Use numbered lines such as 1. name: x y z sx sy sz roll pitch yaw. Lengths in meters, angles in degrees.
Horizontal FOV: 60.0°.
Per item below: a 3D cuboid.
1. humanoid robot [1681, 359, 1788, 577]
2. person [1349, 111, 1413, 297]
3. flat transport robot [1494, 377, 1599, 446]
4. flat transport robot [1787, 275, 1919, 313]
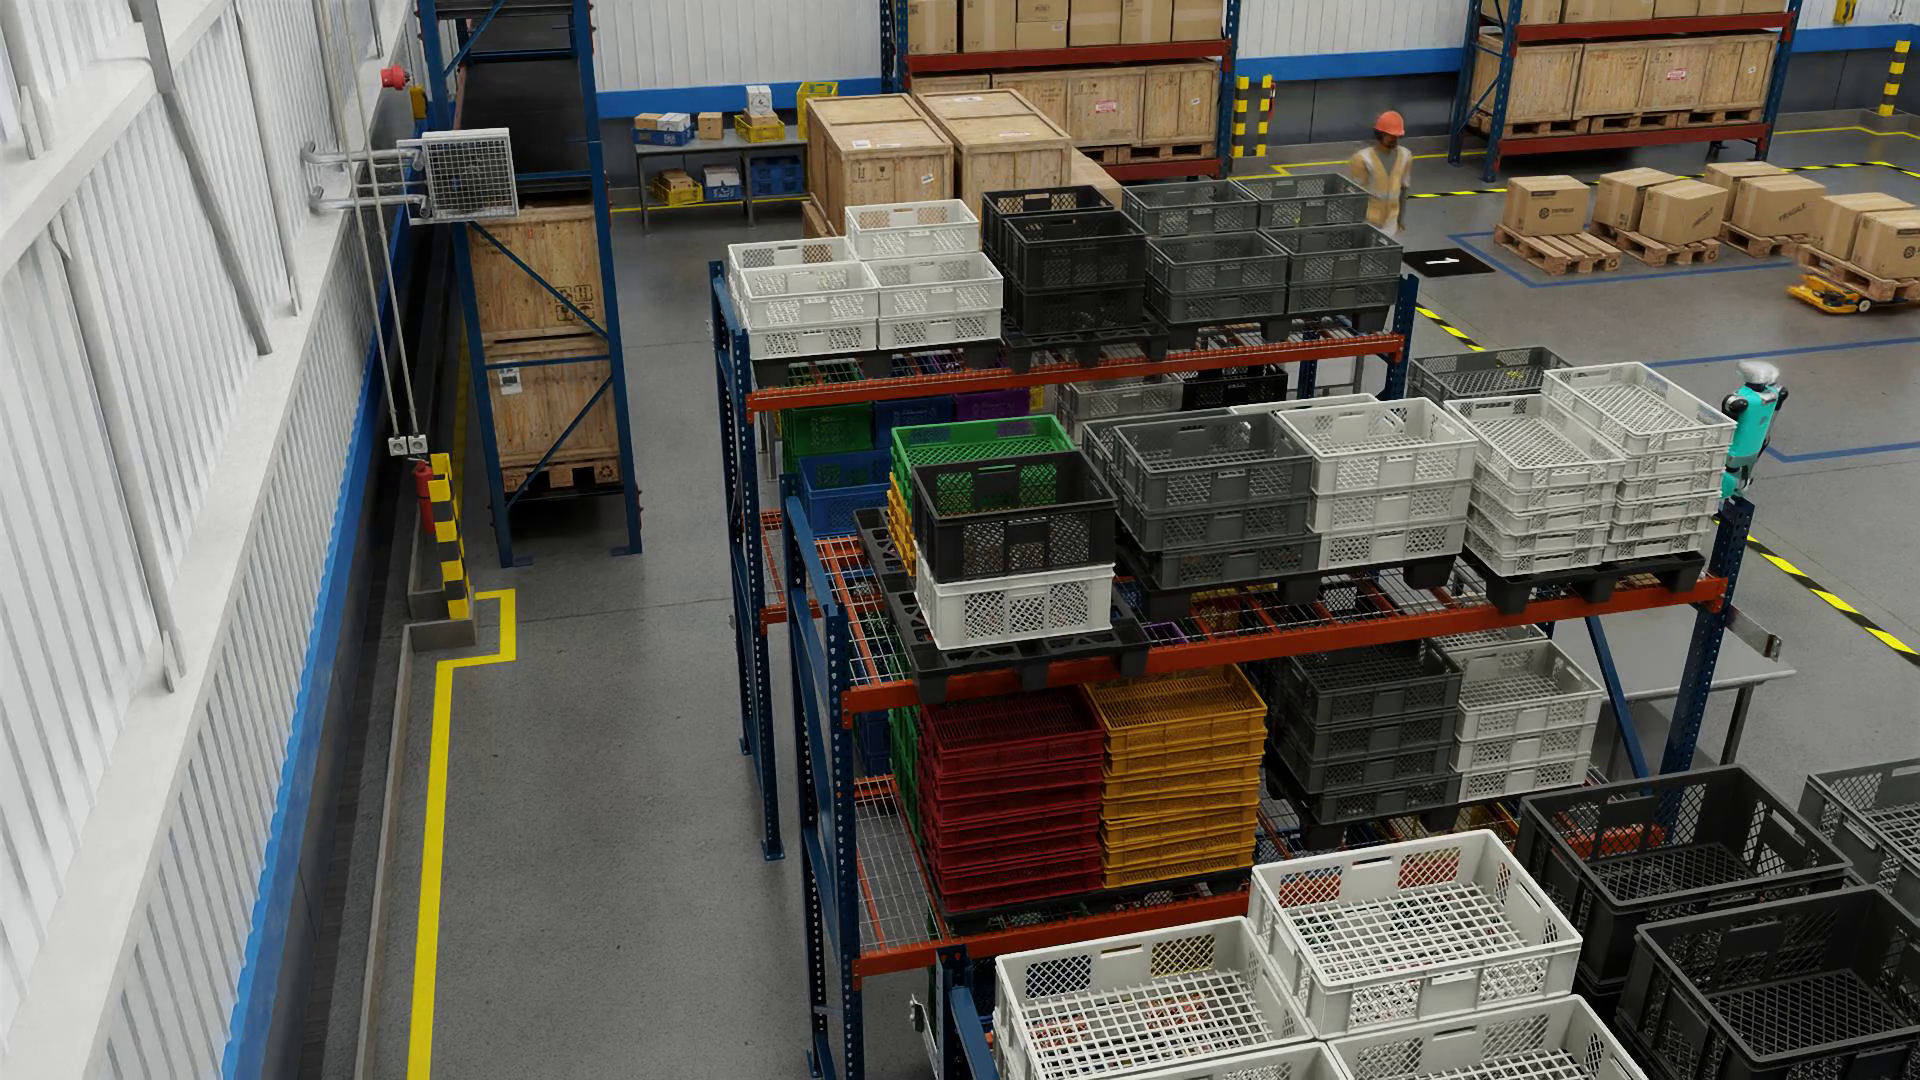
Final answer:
1. humanoid robot: 5.035 -0.487 11.257 0.533 1.673 0.735 -15 31 -26
2. person: 4.052 -3.184 16.213 0.605 2.026 0.671 -6 28 -12
3. flat transport robot: 4.780 -1.036 14.013 0.659 0.231 1.431 -6 28 -12
4. flat transport robot: 9.234 -2.550 16.855 1.431 0.197 0.652 -6 28 -12
